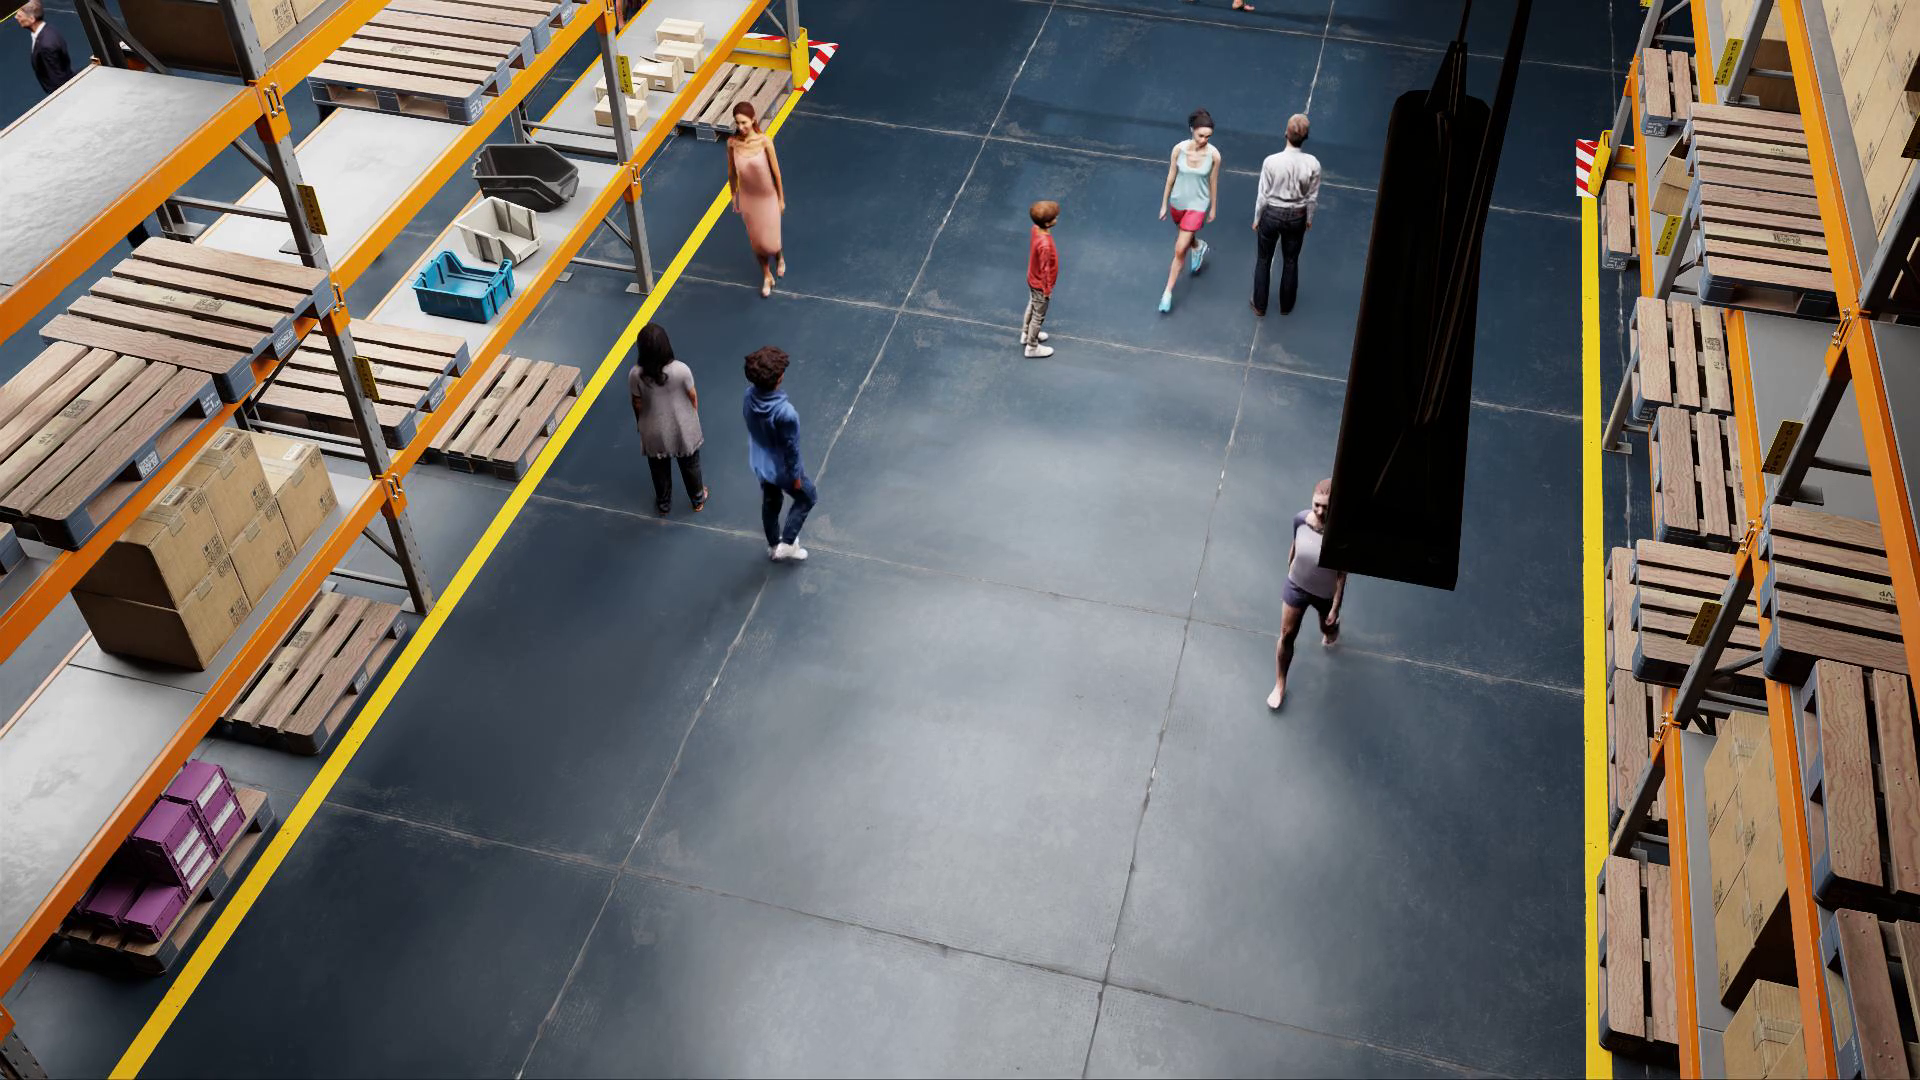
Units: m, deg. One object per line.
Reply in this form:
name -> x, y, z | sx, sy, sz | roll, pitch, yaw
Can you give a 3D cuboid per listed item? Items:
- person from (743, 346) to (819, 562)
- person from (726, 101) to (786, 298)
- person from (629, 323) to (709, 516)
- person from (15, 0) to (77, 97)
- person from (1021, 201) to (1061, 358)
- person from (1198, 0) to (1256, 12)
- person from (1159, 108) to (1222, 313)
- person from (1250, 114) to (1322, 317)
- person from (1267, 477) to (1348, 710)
person -> -1.324, -0.507, 11.484 | 0.791, 1.792, 0.795 | 32, 52, 29
person -> -1.670, -2.896, 13.975 | 0.645, 1.817, 0.716 | 5, 44, 5
person -> -2.108, -0.855, 11.978 | 0.736, 1.615, 0.773 | -6, 44, -6
person -> -8.196, -4.116, 15.257 | 0.824, 1.813, 0.749 | -19, 47, -19
person -> 0.643, -2.119, 13.451 | 0.648, 1.413, 0.537 | -7, 44, -7
person -> 2.885, -6.466, 17.927 | 0.680, 1.534, 0.921 | 16, 46, 16
person -> 1.946, -2.832, 13.969 | 0.682, 1.733, 1.168 | 17, 46, 17
person -> 2.671, -2.672, 13.738 | 0.700, 1.818, 0.627 | 2, 44, 2
person -> 2.326, 0.261, 10.718 | 0.765, 1.737, 1.133 | 21, 47, 20
